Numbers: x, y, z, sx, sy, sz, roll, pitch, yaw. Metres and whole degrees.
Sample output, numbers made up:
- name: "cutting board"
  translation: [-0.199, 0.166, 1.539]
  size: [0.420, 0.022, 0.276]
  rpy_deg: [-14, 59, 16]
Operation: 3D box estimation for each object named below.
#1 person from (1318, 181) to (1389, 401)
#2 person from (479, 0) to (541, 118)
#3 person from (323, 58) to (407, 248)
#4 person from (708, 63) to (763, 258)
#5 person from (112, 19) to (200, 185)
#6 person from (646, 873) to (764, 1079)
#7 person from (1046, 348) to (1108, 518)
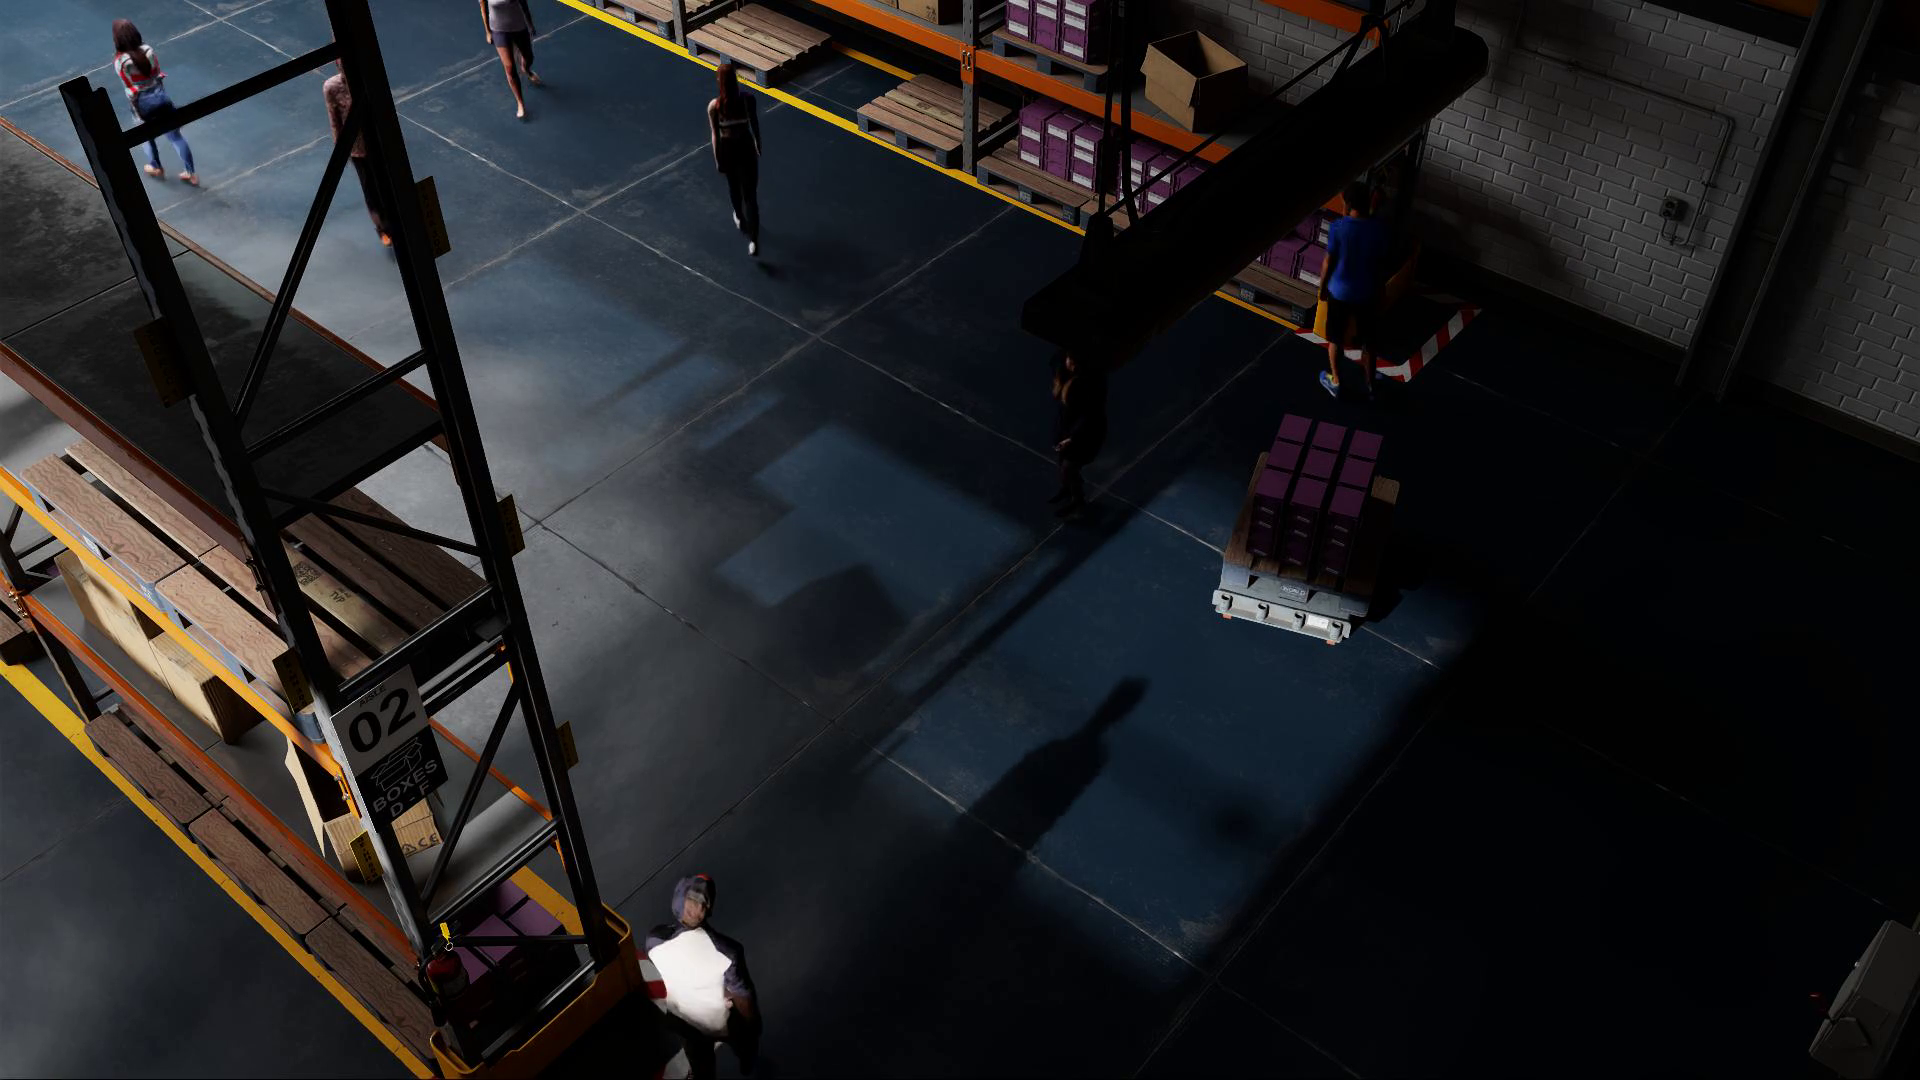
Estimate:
- name: "person"
  translation: [3.067, -1.879, 12.882]
  size: [0.880, 1.826, 0.985]
  rpy_deg: [12, 45, 12]
- name: "person"
  translation: [-4.409, -5.022, 16.281]
  size: [0.927, 1.688, 1.080]
  rpy_deg: [-18, 46, -18]
- name: "person"
  translation: [-5.227, -3.541, 14.669]
  size: [1.003, 1.768, 1.237]
  rpy_deg: [-19, 47, -19]
- name: "person"
  translation: [-1.897, -3.267, 14.427]
  size: [1.066, 1.704, 1.211]
  rpy_deg: [-8, 44, -8]
- name: "person"
  translation: [-7.362, -3.981, 15.260]
  size: [0.875, 1.589, 0.683]
  rpy_deg: [23, 48, 22]
- name: "person"
  translation: [-1.294, 2.438, 8.331]
  size: [1.146, 1.852, 1.136]
  rpy_deg: [5, 44, 6]
- name: "person"
  translation: [0.880, -0.806, 11.884]
  size: [0.789, 1.650, 0.700]
  rpy_deg: [-22, 48, -22]
